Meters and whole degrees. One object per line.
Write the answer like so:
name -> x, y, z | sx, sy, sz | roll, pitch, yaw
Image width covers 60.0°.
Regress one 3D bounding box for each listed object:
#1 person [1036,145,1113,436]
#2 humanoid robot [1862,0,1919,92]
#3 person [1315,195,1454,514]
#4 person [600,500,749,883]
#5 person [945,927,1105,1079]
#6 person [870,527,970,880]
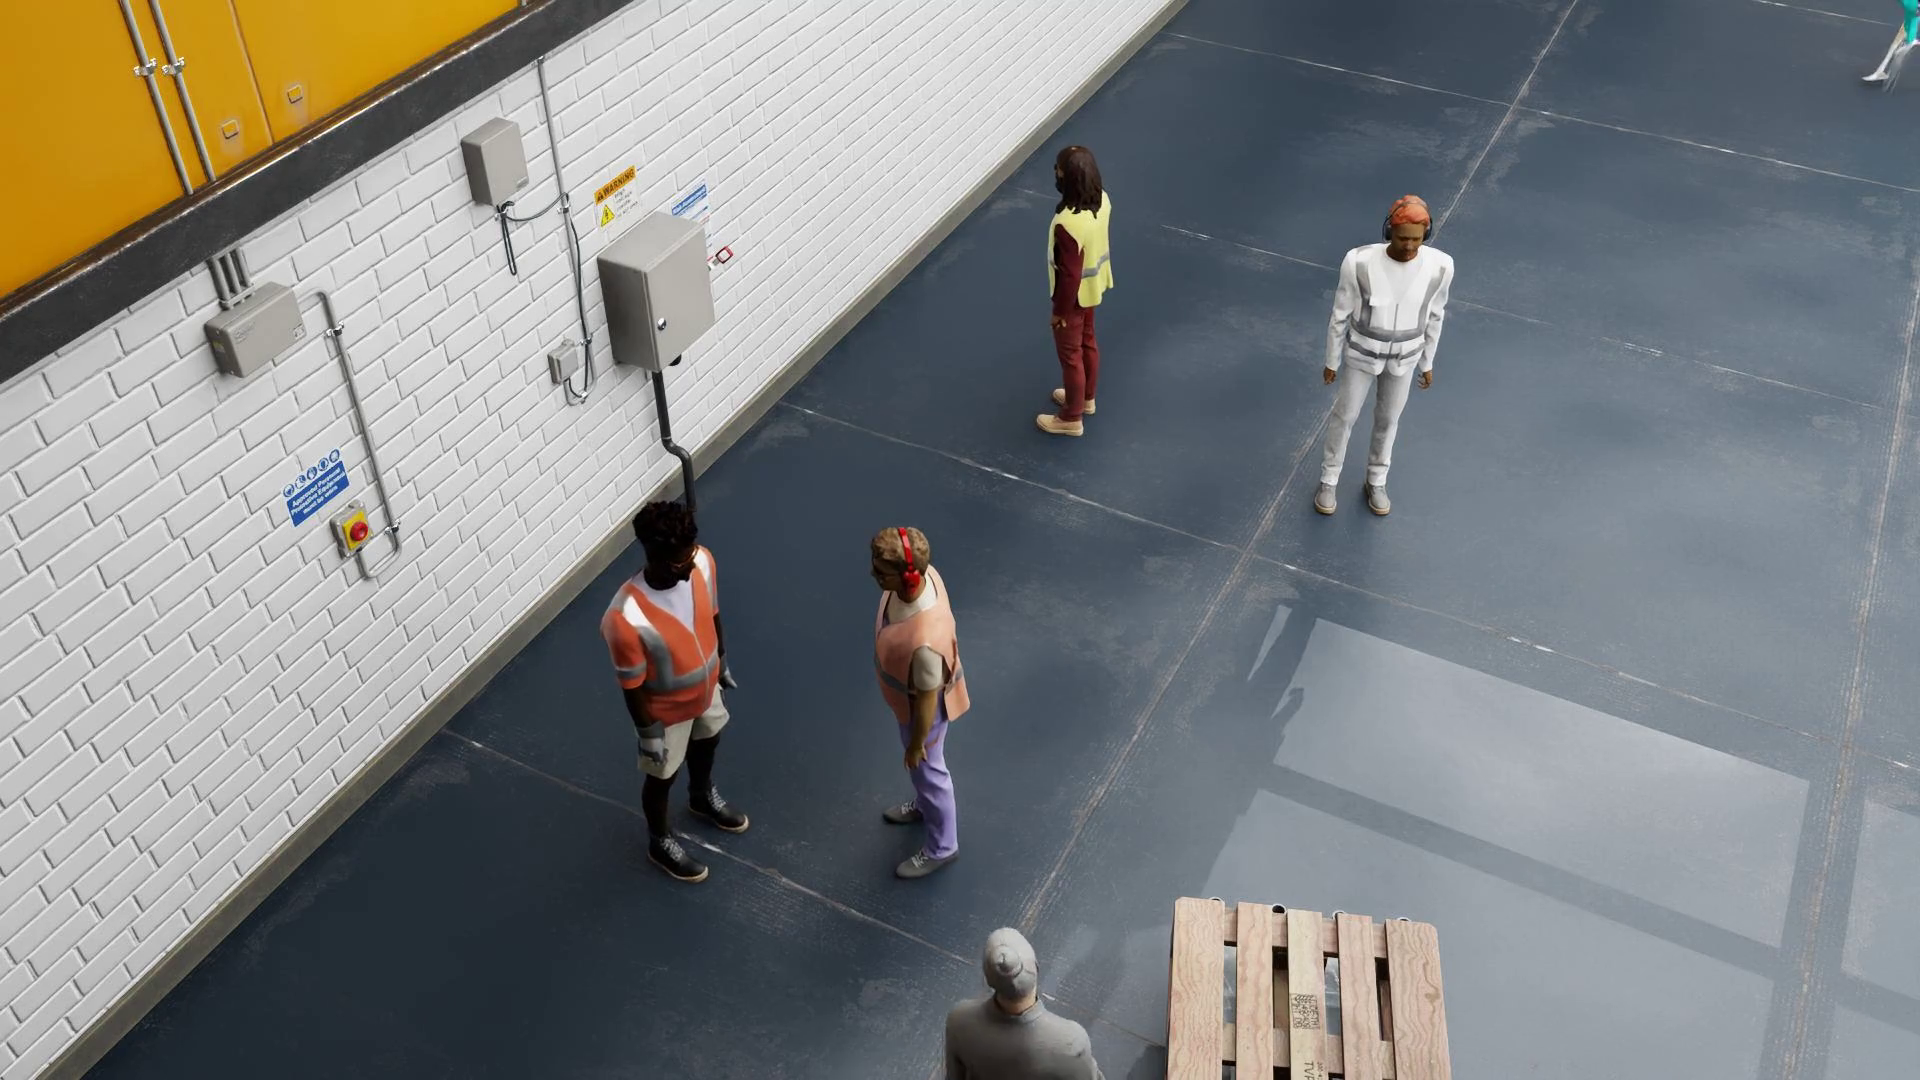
person -> 0.656, -1.373, 9.280 | 0.359, 1.767, 0.476 | 17, 44, 19
humanoid robot -> 7.319, -4.164, 12.632 | 0.735, 1.900, 0.563 | -16, 43, -17
person -> 2.196, -0.942, 8.694 | 0.583, 1.883, 0.345 | 2, 41, 2
person -> -1.154, 0.616, 6.838 | 0.368, 1.957, 0.598 | 23, 46, 24
person -> 0.190, 1.916, 5.435 | 0.519, 1.812, 0.872 | 18, 44, 19
person -> -0.161, 0.657, 6.875 | 0.378, 1.838, 0.565 | -7, 41, -8
